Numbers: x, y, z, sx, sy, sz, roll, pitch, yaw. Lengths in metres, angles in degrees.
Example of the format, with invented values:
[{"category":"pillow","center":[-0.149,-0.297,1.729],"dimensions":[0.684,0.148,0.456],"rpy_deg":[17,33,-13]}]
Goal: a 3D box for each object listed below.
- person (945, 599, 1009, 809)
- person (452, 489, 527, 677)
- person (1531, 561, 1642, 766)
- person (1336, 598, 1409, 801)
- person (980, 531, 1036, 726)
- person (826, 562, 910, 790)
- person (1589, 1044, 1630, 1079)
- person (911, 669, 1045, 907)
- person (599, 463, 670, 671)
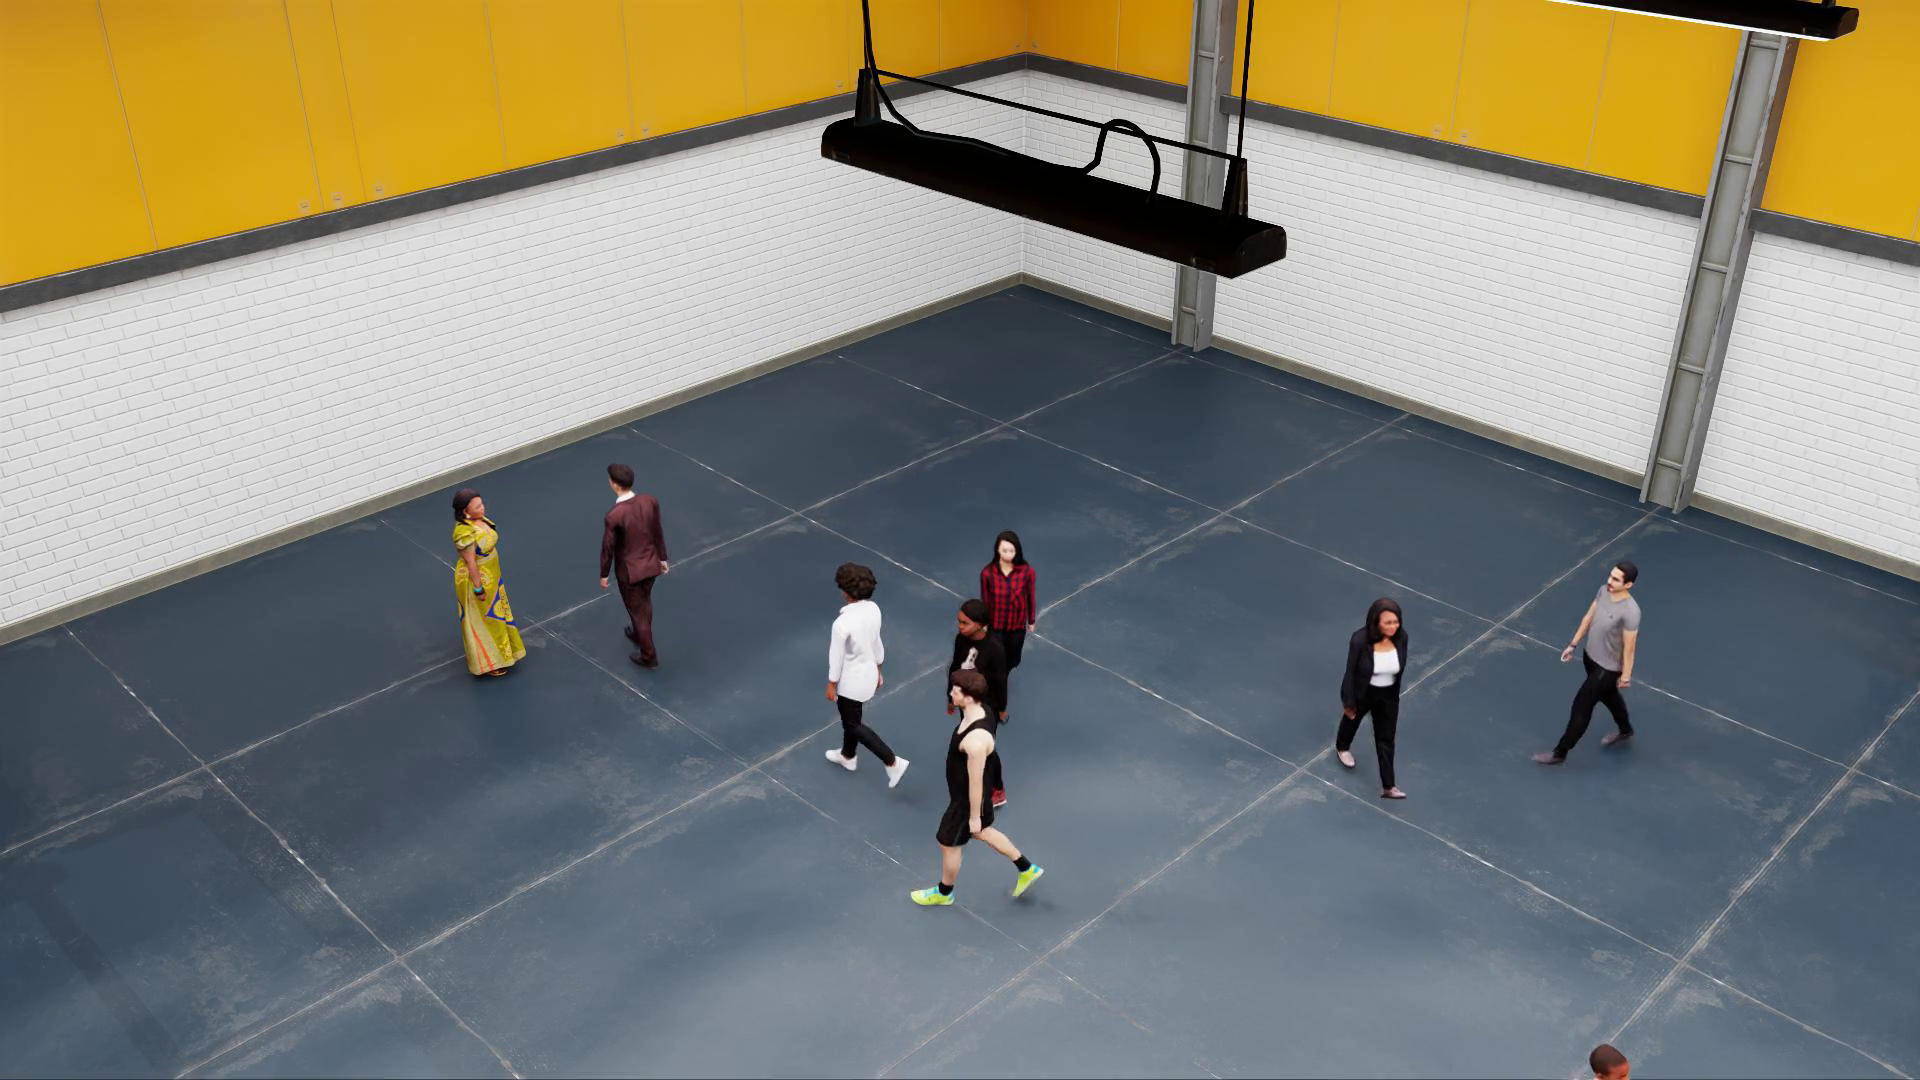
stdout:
[{"category":"person","center":[0.150,1.142,12.205],"dimensions":[0.574,1.661,0.733],"rpy_deg":[15,32,25]},{"category":"person","center":[-3.964,0.322,13.709],"dimensions":[1.060,1.661,0.976],"rpy_deg":[-3,29,-5]},{"category":"person","center":[4.942,0.915,12.570],"dimensions":[1.135,1.711,1.177],"rpy_deg":[-4,29,-8]},{"category":"person","center":[3.013,1.107,12.370],"dimensions":[1.014,1.564,1.198],"rpy_deg":[-7,29,-12]},{"category":"person","center":[0.362,0.618,13.184],"dimensions":[0.888,1.644,0.957],"rpy_deg":[0,29,0]},{"category":"person","center":[-0.703,1.034,12.275],"dimensions":[1.090,1.784,0.772],"rpy_deg":[18,33,29]},{"category":"person","center":[3.313,3.171,8.864],"dimensions":[0.535,1.299,0.763],"rpy_deg":[-20,35,-33]},{"category":"person","center":[0.149,1.679,11.008],"dimensions":[1.227,1.864,1.148],"rpy_deg":[1,29,2]},{"category":"person","center":[-2.610,0.248,13.645],"dimensions":[0.863,1.851,0.733],"rpy_deg":[24,37,37]}]
